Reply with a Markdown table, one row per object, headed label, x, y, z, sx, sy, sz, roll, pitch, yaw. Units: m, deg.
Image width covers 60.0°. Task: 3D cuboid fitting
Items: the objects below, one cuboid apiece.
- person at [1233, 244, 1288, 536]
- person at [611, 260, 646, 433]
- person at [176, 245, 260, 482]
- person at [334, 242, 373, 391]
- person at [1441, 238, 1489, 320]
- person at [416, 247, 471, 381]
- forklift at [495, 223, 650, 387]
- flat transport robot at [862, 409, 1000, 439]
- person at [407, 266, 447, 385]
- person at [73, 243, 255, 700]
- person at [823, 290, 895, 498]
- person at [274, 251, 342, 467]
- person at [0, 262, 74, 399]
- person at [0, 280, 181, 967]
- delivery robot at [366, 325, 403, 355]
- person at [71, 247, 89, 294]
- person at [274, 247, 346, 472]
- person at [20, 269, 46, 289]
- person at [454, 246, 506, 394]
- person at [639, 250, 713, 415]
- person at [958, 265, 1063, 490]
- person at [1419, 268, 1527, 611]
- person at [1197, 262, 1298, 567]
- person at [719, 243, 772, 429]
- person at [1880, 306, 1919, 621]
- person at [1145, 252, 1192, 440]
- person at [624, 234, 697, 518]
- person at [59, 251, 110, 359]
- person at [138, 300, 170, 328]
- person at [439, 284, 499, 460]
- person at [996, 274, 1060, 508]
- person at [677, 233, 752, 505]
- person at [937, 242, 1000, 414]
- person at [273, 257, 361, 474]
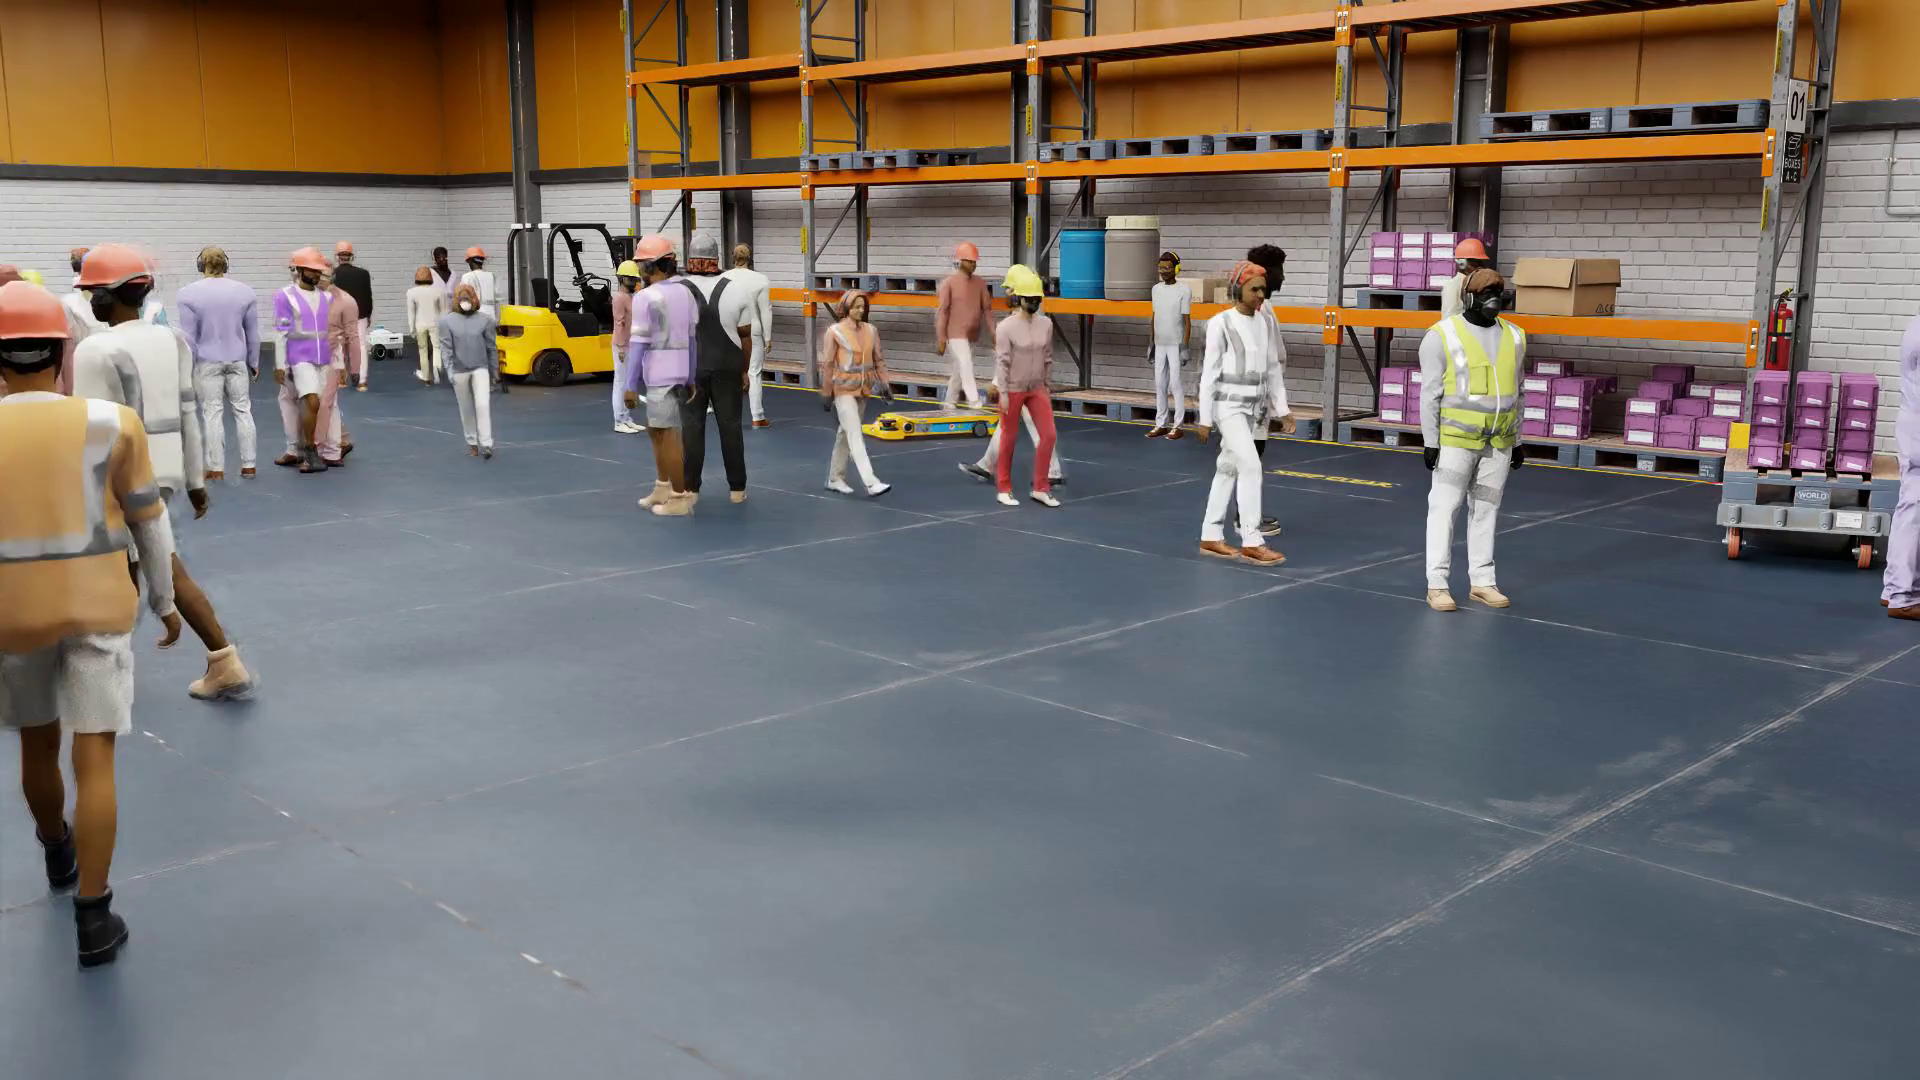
| label | x | y | z | sx | sy | sz | roll | pitch | yaw |
| --- | --- | --- | --- | --- | --- | --- | --- | --- | --- |
| person | 2.036 | -1.023 | 11.321 | 0.361 | 1.964 | 0.616 | 2 | 11 | 8 |
| person | -3.417 | -1.985 | 17.125 | 0.329 | 1.765 | 0.526 | 1 | 10 | 5 |
| person | -6.094 | -1.448 | 13.719 | 0.635 | 1.938 | 0.360 | -9 | 14 | -41 |
| person | -8.003 | -2.928 | 21.823 | 0.614 | 1.935 | 1.023 | -6 | 12 | -28 |
| person | 4.407 | -1.638 | 14.604 | 0.396 | 1.992 | 0.622 | 8 | 13 | 38 |
| person | -7.255 | -3.155 | 23.223 | 0.954 | 1.876 | 0.592 | 8 | 13 | 37 |
| forklift | -5.316 | -3.263 | 22.920 | 2.313 | 2.155 | 1.214 | -10 | 14 | -44 |
| flat transport robot | -0.212 | -1.180 | 16.810 | 1.431 | 0.197 | 0.652 | -4 | 11 | -22 |
| person | -7.129 | -2.858 | 22.270 | 0.507 | 1.616 | 0.616 | -3 | 11 | -17 |
| person | -3.559 | -0.281 | 7.227 | 1.038 | 1.995 | 0.626 | 2 | 11 | 10 |
| person | -0.760 | -1.115 | 12.824 | 0.865 | 1.591 | 0.520 | 9 | 14 | 41 |
| person | -5.743 | -1.575 | 14.558 | 0.722 | 1.879 | 0.672 | 5 | 11 | 25 |
| person | -5.447 | -0.674 | 9.681 | 0.636 | 1.878 | 0.905 | -8 | 13 | -37 |
| person | -2.605 | 0.204 | 4.853 | 0.570 | 1.887 | 0.979 | -4 | 11 | -19 |
| delivery robot | -9.431 | -3.255 | 27.093 | 0.477 | 0.478 | 0.707 | 6 | 12 | 30 |
| person | -9.881 | -2.365 | 18.870 | 0.345 | 1.882 | 0.584 | -1 | 10 | -4 |
| person | -5.507 | -1.526 | 14.203 | 0.618 | 1.914 | 0.586 | 7 | 13 | 34 |
| person | -8.548 | -1.621 | 15.295 | 0.957 | 1.708 | 0.528 | 10 | 14 | 44 |
| person | -6.234 | -2.828 | 21.414 | 1.019 | 1.862 | 0.564 | 5 | 11 | 25 |
| person | -3.246 | -2.340 | 18.778 | 1.016 | 1.863 | 0.604 | 4 | 11 | 19 |
| person | 0.425 | -1.293 | 13.289 | 0.924 | 1.781 | 0.591 | 2 | 11 | 13 |
| person | 2.789 | -0.538 | 9.018 | 0.625 | 1.846 | 0.429 | -3 | 11 | -15 |
| person | 1.807 | -0.772 | 10.247 | 0.797 | 1.852 | 0.566 | 9 | 14 | 40 |
| person | -2.257 | -2.121 | 17.388 | 0.632 | 1.939 | 0.368 | 2 | 11 | 10 |
| person | 5.129 | -0.513 | 8.743 | 0.402 | 1.901 | 0.647 | 5 | 12 | 26 |
| person | 2.071 | -1.930 | 16.574 | 0.334 | 1.860 | 0.509 | -10 | 14 | -42 |
| person | -2.218 | -1.161 | 11.912 | 0.687 | 2.023 | 0.626 | 5 | 11 | 23 |
| person | -6.861 | -1.337 | 13.210 | 0.883 | 1.914 | 0.633 | 10 | 14 | 42 |
| person | -7.955 | -1.756 | 16.232 | 0.543 | 1.613 | 0.573 | -7 | 12 | -33 |
| person | -4.420 | -1.509 | 15.007 | 0.501 | 1.579 | 0.854 | -3 | 11 | -16 |
| person | 0.505 | -1.092 | 12.323 | 0.544 | 1.735 | 0.658 | -7 | 12 | -32 |
| person | -1.913 | -1.288 | 12.568 | 0.673 | 2.000 | 0.535 | -3 | 11 | -14 |
| person | 0.130 | -2.144 | 17.519 | 1.036 | 1.934 | 0.613 | 10 | 14 | 43 |
| person | -5.562 | -1.545 | 14.521 | 0.658 | 1.843 | 1.013 | 2 | 11 | 9 |
